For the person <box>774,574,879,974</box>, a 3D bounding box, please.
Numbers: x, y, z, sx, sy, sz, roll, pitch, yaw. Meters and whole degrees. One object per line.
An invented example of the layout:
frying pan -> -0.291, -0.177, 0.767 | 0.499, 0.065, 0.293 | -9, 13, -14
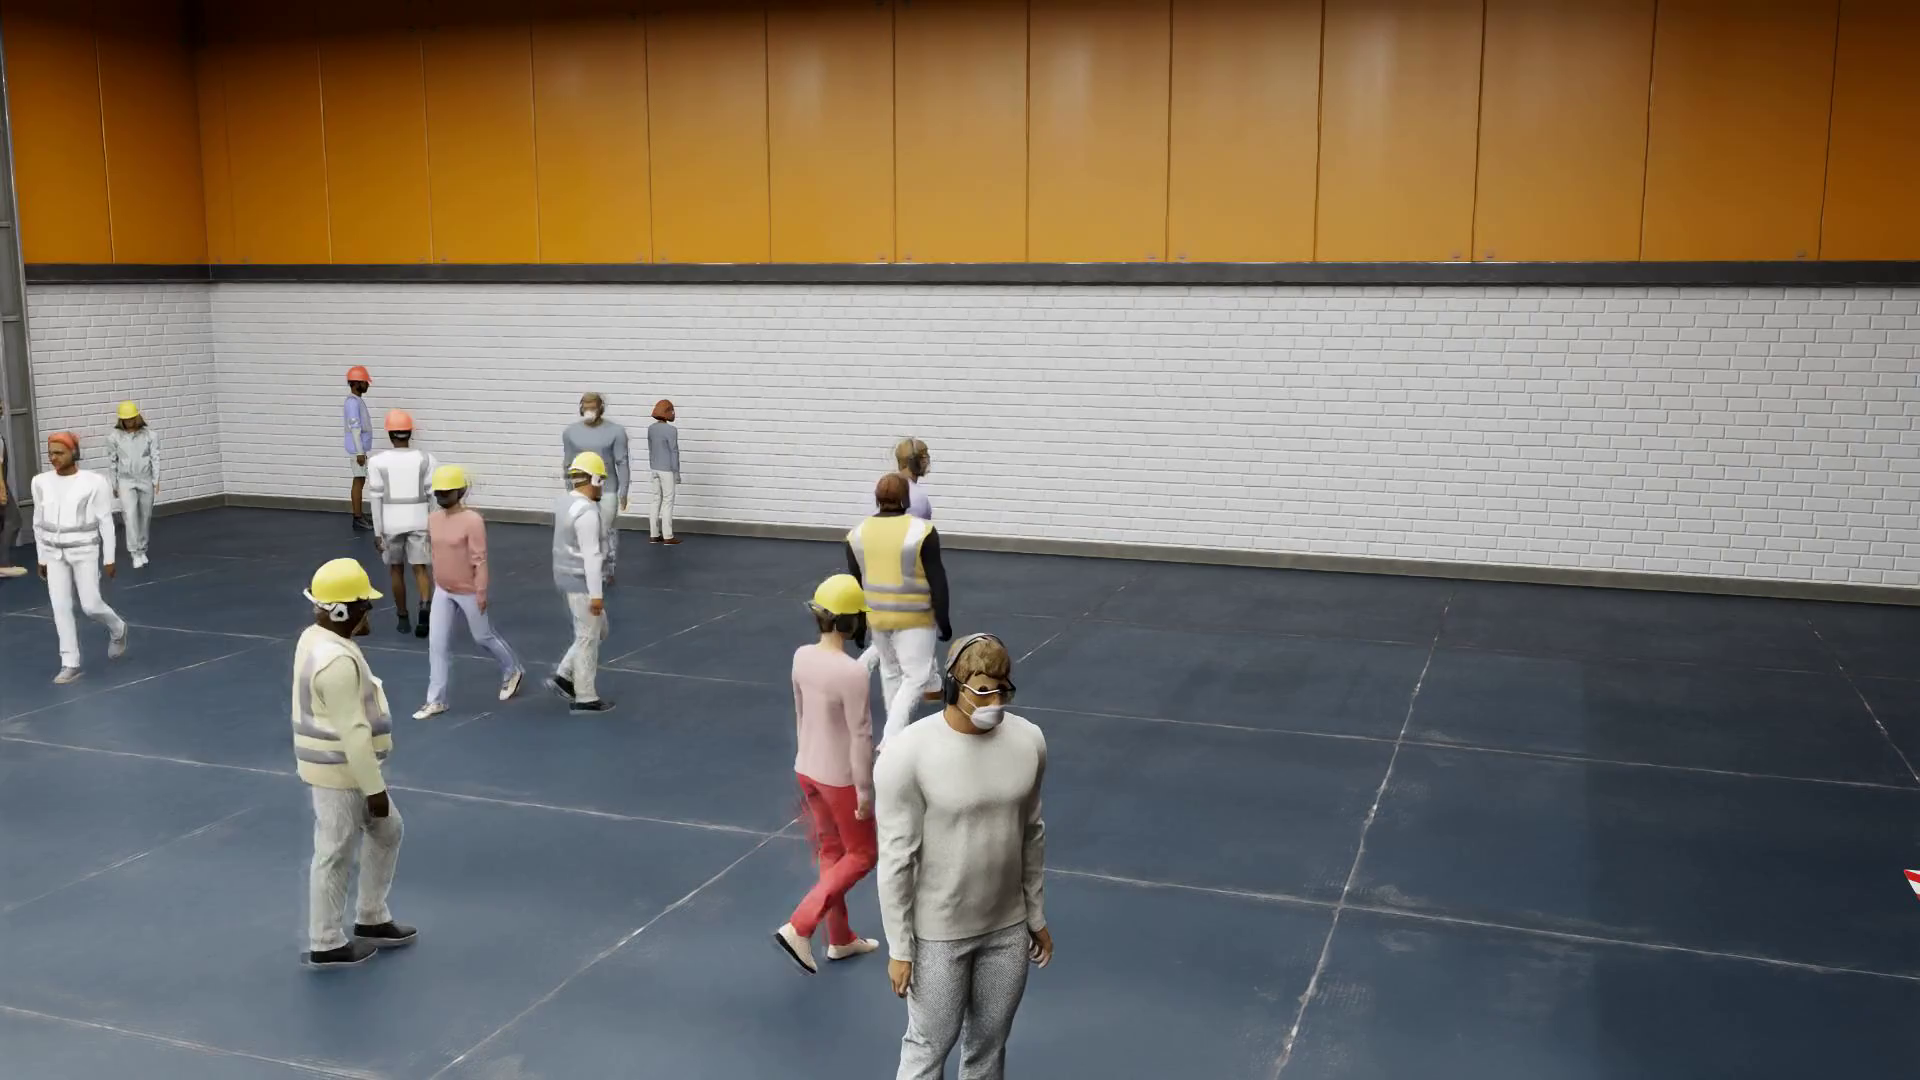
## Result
person -> -0.576, 1.017, 7.165 | 0.520, 1.752, 0.527 | -7, 12, -39

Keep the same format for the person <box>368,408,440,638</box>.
person -> -4.580, -0.128, 13.765 | 0.550, 1.916, 0.796 | -4, 10, -24

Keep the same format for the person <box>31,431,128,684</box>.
person -> -6.609, 0.104, 12.481 | 0.583, 1.864, 0.712 | 0, 9, 2

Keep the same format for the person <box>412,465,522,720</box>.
person -> -3.423, 0.324, 11.528 | 0.536, 1.734, 0.869 | 5, 10, 28

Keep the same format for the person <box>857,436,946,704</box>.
person -> -0.411, 0.238, 11.486 | 0.893, 1.915, 0.634 | -2, 9, -13

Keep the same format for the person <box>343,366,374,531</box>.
person -> -7.058, -1.081, 19.591 | 0.356, 1.939, 0.542 | -3, 10, -20

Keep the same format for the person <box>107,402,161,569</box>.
person -> -8.456, -0.566, 17.101 | 0.481, 1.702, 0.780 | -6, 11, -33

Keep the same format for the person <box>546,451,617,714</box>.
person -> -2.583, 0.298, 11.457 | 0.415, 1.803, 0.649 | -4, 10, -25

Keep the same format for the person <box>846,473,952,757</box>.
person -> -0.388, 0.490, 10.231 | 0.632, 1.816, 0.845 | 5, 10, 29

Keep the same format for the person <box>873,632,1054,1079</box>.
person -> 0.027, 1.232, 5.256 | 0.627, 1.935, 0.371 | -6, 11, -34

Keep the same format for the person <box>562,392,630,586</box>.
person -> -3.460, -0.440, 15.755 | 0.655, 1.888, 0.985 | 0, 9, 0

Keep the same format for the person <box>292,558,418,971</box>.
person -> -2.593, 0.973, 7.229 | 0.615, 1.808, 0.611 | -4, 10, -24

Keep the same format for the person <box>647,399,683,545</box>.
person -> -3.298, -0.756, 18.553 | 0.280, 1.625, 0.493 | -9, 13, -44

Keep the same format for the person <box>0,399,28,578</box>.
person -> -9.539, -0.529, 16.475 | 0.529, 1.841, 0.410 | 7, 11, 36
